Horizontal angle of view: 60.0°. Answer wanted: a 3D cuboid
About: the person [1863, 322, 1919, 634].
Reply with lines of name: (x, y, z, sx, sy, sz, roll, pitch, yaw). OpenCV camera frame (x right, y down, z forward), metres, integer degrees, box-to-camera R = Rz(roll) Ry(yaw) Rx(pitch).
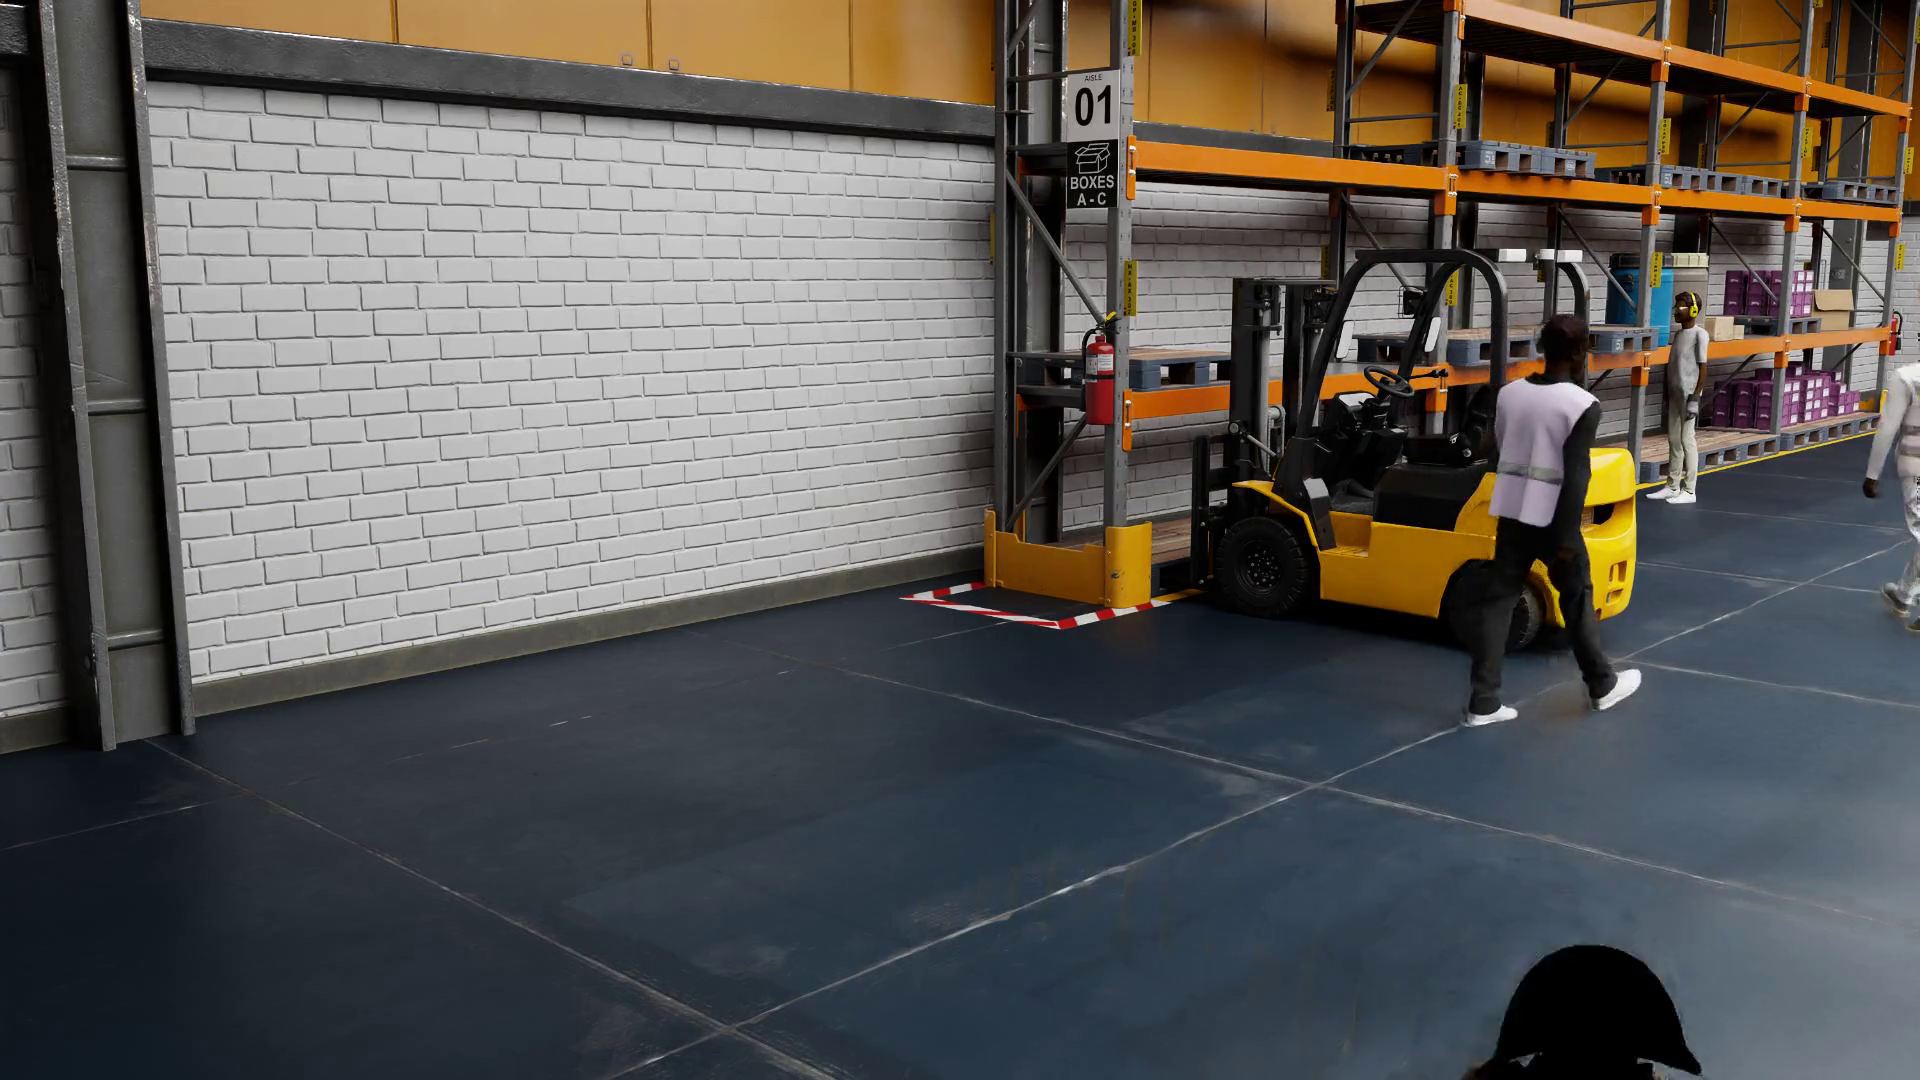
person: (5.509, -0.402, 9.570, 0.590, 1.842, 0.864, 0, 9, -2)

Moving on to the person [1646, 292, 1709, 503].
person: (6.394, -1.253, 14.752, 0.328, 1.862, 0.511, -1, 9, -8)

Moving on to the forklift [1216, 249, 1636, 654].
forklift: (2.710, -0.584, 9.626, 2.313, 2.155, 1.214, 9, 13, 43)

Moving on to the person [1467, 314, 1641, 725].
person: (2.738, -0.092, 7.636, 1.011, 1.862, 0.597, -5, 11, -30)

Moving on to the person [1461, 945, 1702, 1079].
person: (0.431, 1.056, 1.004, 0.515, 1.712, 0.756, -9, 13, -44)
